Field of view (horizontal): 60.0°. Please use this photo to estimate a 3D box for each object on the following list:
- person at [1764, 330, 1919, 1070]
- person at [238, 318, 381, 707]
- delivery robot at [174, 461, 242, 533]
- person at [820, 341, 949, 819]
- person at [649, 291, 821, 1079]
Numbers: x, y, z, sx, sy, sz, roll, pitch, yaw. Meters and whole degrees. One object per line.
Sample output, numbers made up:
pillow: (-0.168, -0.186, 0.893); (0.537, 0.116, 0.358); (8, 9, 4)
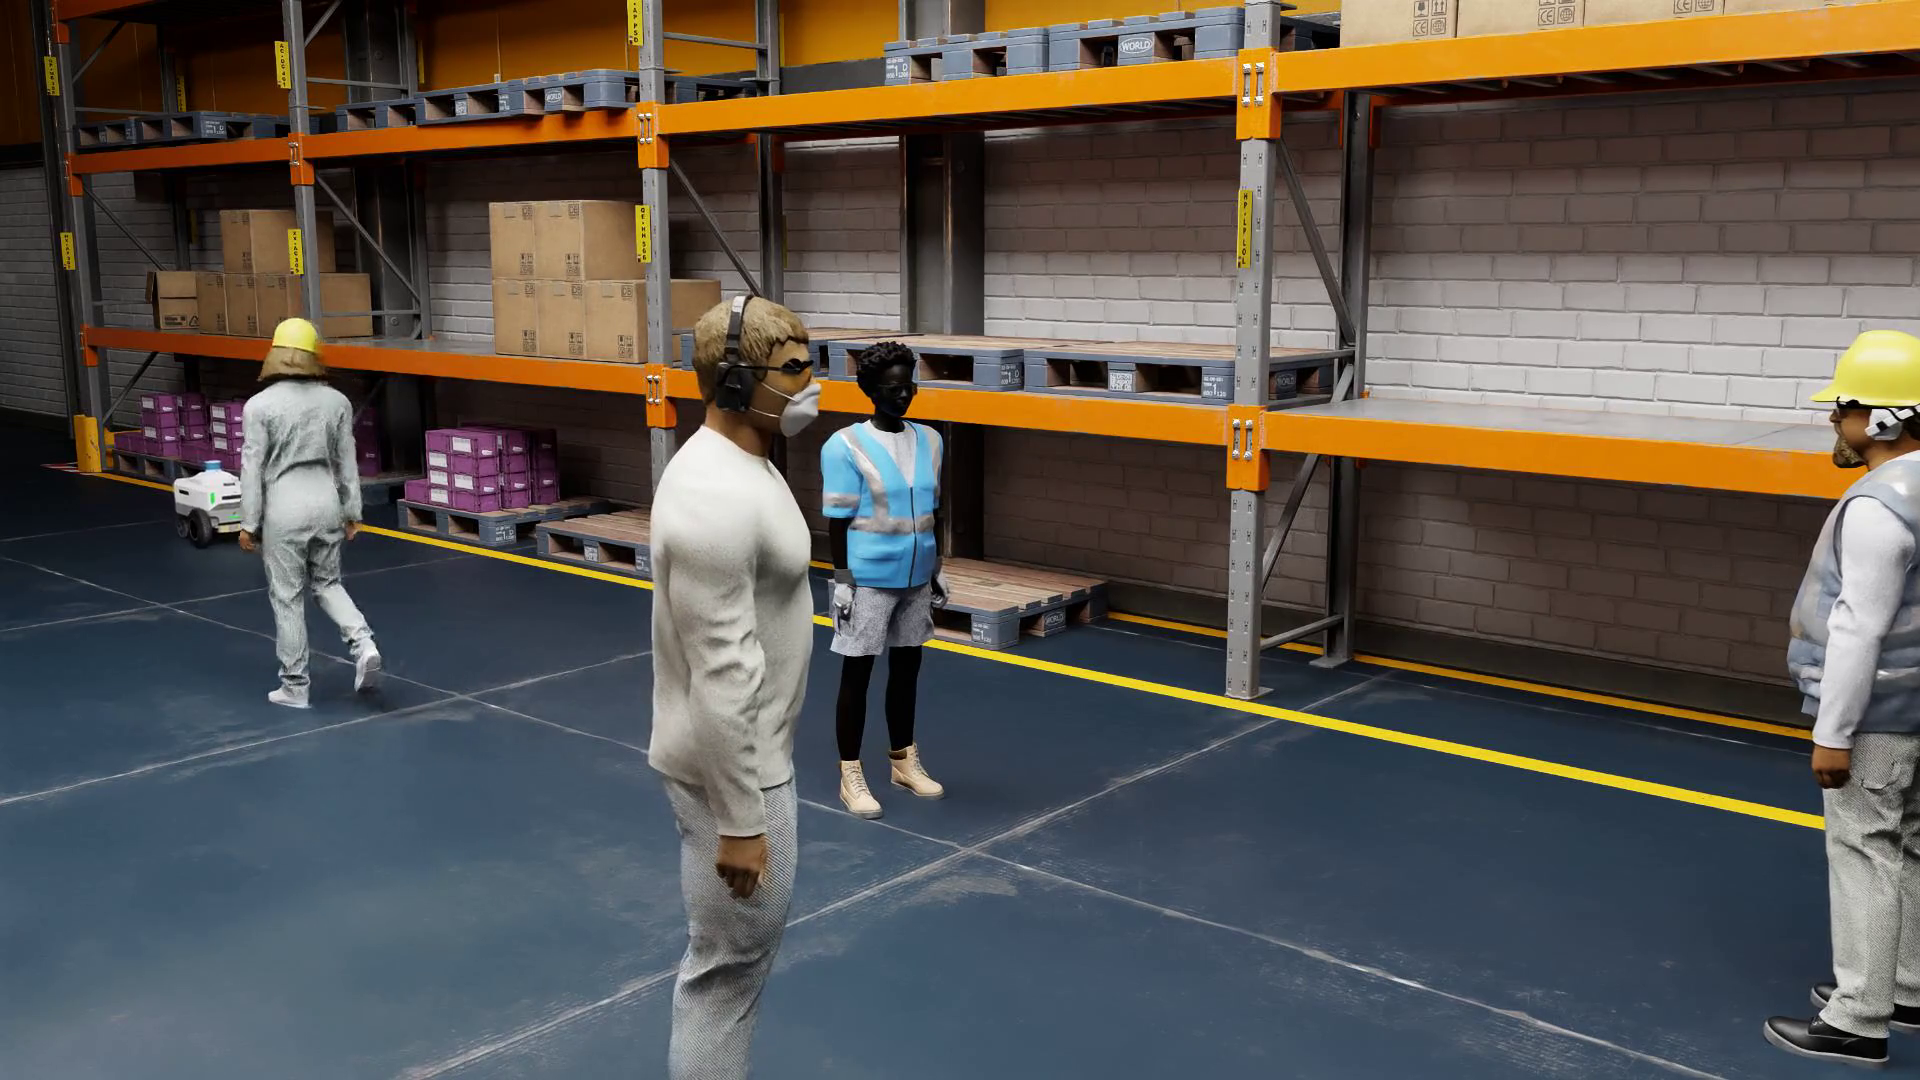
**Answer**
person: (2.280, 0.396, 4.154); (0.593, 1.826, 0.404); (-9, 14, -43)
person: (-2.829, -0.100, 7.248); (0.534, 1.716, 0.518); (7, 12, 36)
delivery robot: (-5.137, -0.304, 11.475); (0.477, 0.478, 0.707); (-10, 14, -44)
person: (-0.260, 0.136, 5.988); (0.532, 1.696, 0.319); (-9, 13, -41)
person: (-0.447, 0.473, 3.379); (0.352, 1.937, 0.635); (-1, 10, -5)
